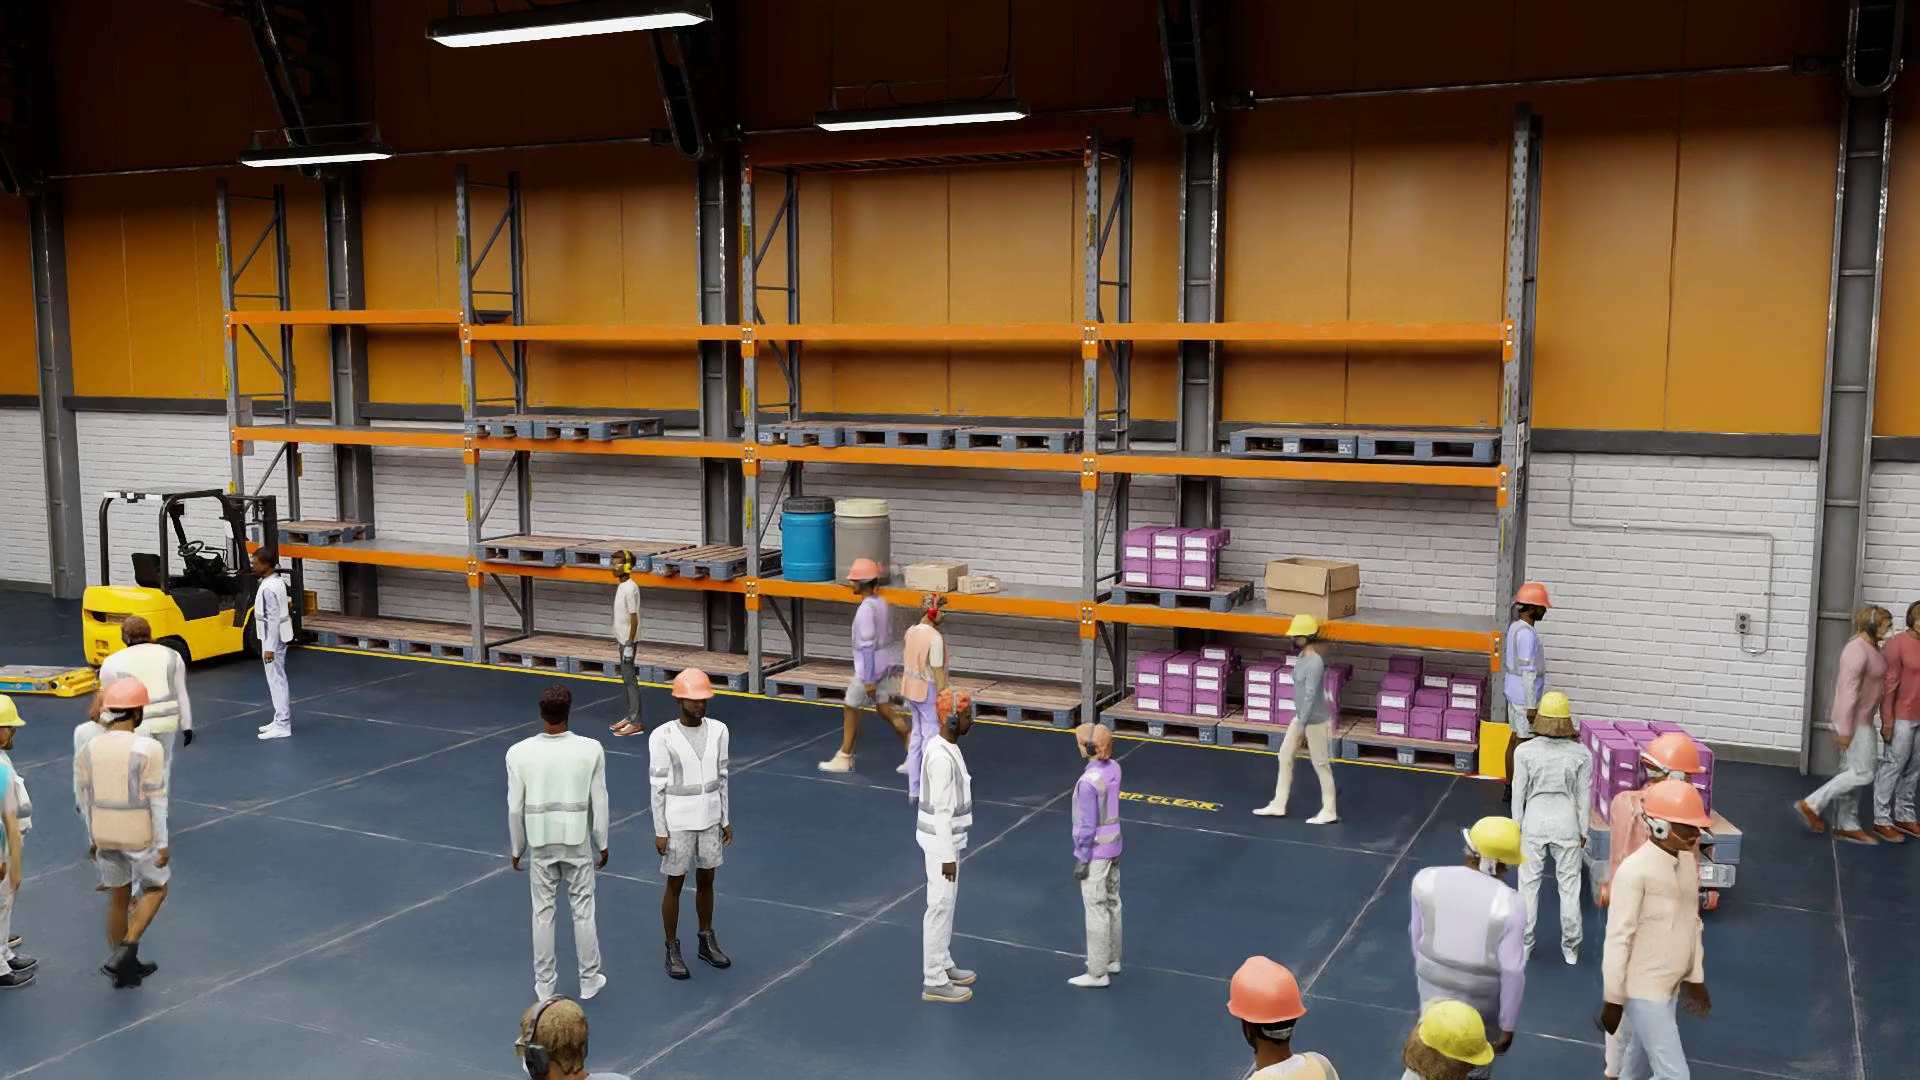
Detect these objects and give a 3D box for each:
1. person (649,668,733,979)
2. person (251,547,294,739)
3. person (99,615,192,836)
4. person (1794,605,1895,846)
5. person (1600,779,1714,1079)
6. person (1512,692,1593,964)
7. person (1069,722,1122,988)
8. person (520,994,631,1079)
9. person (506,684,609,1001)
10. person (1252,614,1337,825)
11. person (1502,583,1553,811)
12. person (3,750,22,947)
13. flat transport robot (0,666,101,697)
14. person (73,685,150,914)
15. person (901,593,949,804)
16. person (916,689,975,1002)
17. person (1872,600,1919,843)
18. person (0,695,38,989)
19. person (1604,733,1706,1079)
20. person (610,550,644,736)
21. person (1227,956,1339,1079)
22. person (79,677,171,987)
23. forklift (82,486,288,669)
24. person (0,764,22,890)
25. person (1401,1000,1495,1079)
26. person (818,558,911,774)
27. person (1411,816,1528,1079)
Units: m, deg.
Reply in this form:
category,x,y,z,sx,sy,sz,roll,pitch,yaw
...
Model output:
category,x,y,z,sx,sy,sz,roll,pitch,yaw
person,-1.674,1.757,10.445,0.545,1.942,0.350,-5,9,-38
person,-6.874,1.018,16.649,0.376,1.915,0.600,-2,7,-19
person,-6.451,1.503,13.223,0.644,1.799,0.924,-7,10,-44
person,7.003,1.446,13.076,0.517,1.924,0.646,5,9,37
person,3.241,2.071,7.697,0.522,1.975,0.613,6,9,42
person,3.785,1.834,10.671,0.485,1.735,0.335,2,7,14
person,0.848,1.931,10.256,0.310,1.636,0.522,3,8,26
person,-1.246,2.391,5.291,0.383,1.928,0.636,3,8,26
person,-2.408,1.822,10.003,0.587,1.919,0.393,-1,7,-7
person,2.749,1.475,13.588,0.775,1.735,0.543,0,7,-4
person,4.798,1.321,14.068,0.356,1.938,0.544,1,7,7
person,-6.378,1.711,10.723,0.366,1.967,0.603,3,7,22
flat transport robot,-10.422,1.580,18.749,1.431,0.197,0.652,1,7,9
person,-5.944,1.776,11.726,0.565,1.598,0.623,-1,7,-4
person,-0.287,1.367,14.094,0.391,1.837,0.563,-4,8,-28
person,-0.087,1.834,10.084,0.350,1.879,0.582,0,7,3
person,7.546,1.424,13.216,0.634,1.936,0.351,-3,7,-22
person,-5.915,1.849,10.209,0.403,1.817,0.605,-4,8,-30
person,3.586,1.967,8.571,0.412,1.980,0.630,-2,7,-16
person,-3.372,1.030,16.745,0.315,1.871,0.534,-2,7,-18
person,1.027,2.349,5.580,0.370,1.933,0.550,6,9,43
person,-5.105,1.803,10.168,0.561,1.919,0.540,1,7,9
forklift,-9.426,0.454,20.179,1.214,2.155,2.313,3,8,26
person,-5.761,1.929,9.594,0.577,1.806,0.674,-2,7,-19
person,1.575,2.426,5.901,0.548,1.713,0.496,1,7,11
person,-0.775,1.155,15.165,1.013,2.005,0.618,2,7,15
person,2.437,2.145,7.935,0.574,1.762,0.819,4,8,31
